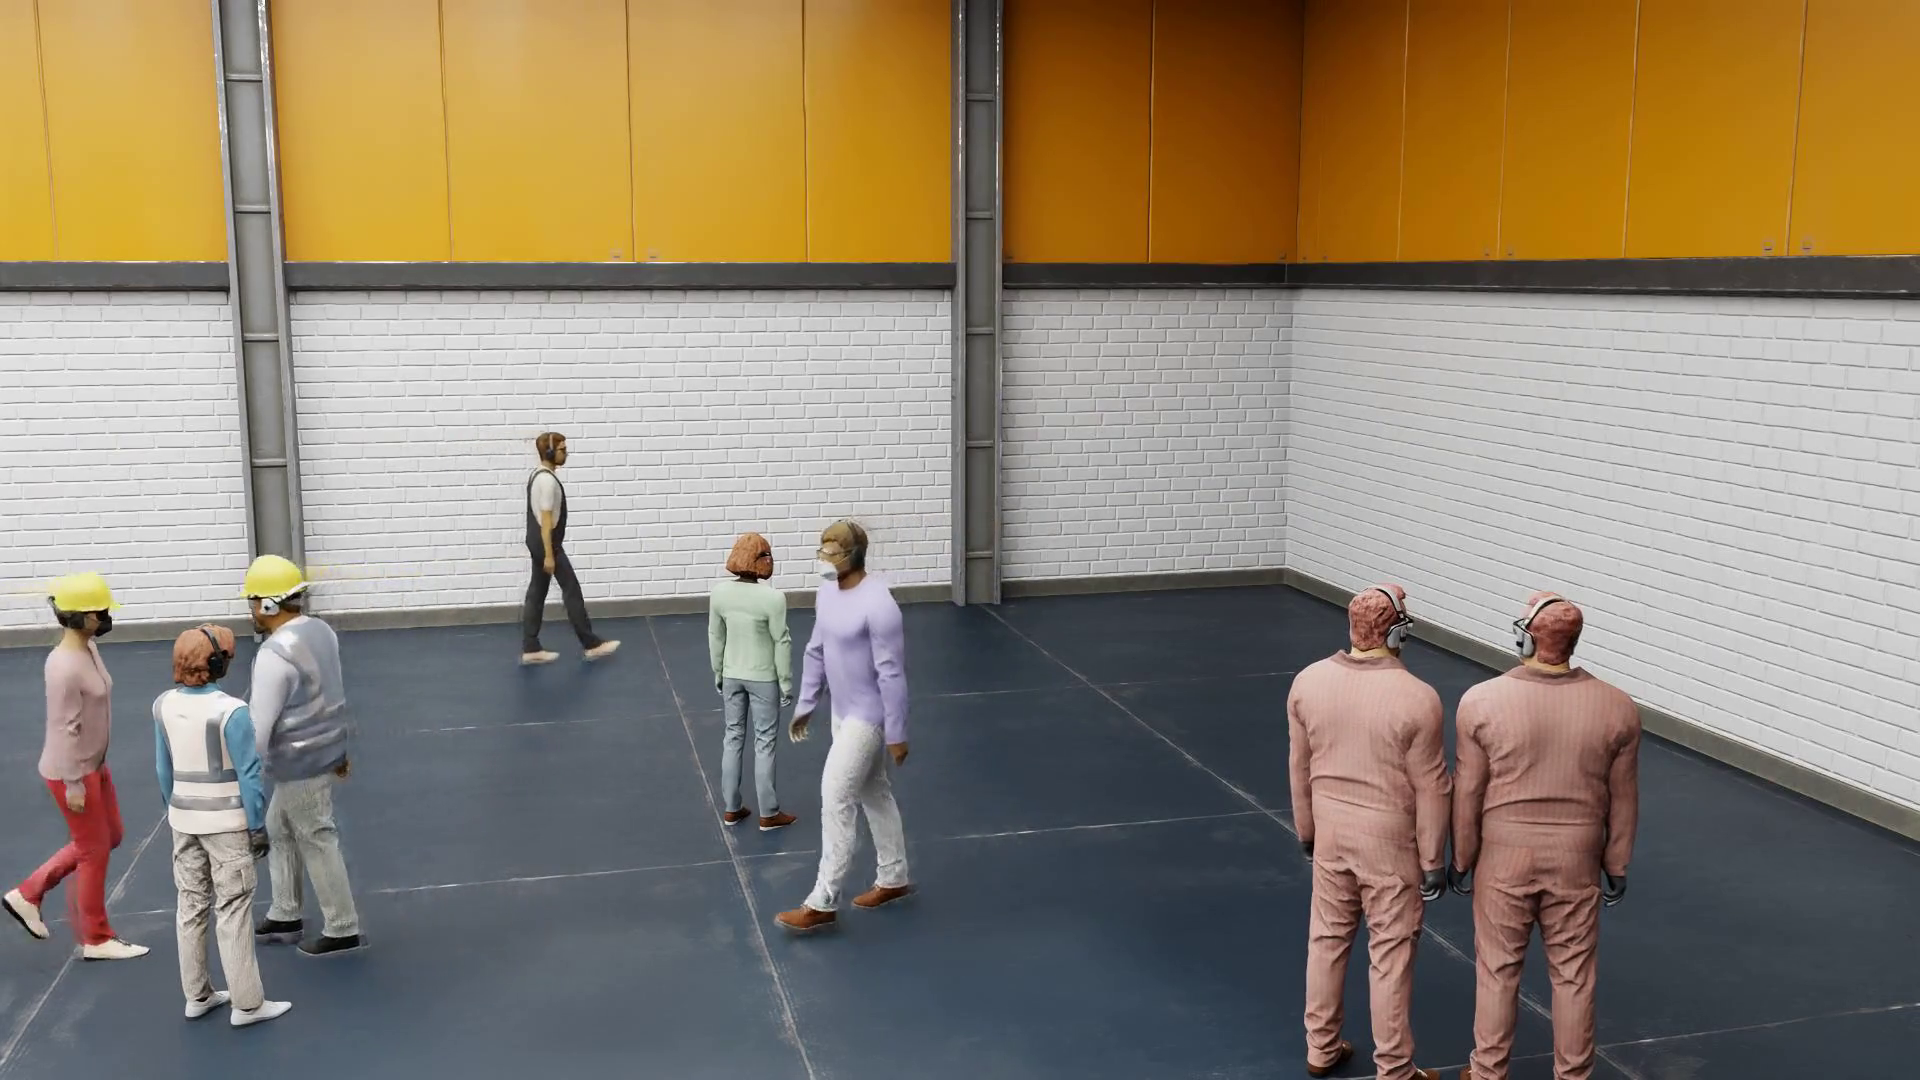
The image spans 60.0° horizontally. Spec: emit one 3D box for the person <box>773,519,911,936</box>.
[{"bbox_3d":[-0.585,0.853,7.727,0.878,1.904,0.644,-4,10,-26],"label":"person"}]

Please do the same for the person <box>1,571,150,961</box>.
[{"bbox_3d":[-3.914,1.002,7.295,0.532,1.752,0.531,-2,9,-14],"label":"person"}]

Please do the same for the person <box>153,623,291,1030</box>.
[{"bbox_3d":[-3.000,1.151,6.701,0.513,1.642,0.311,4,10,23],"label":"person"}]

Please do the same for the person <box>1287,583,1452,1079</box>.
[{"bbox_3d":[1.529,1.104,6.162,0.406,1.911,0.639,-9,13,-44],"label":"person"}]

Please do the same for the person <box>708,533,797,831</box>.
[{"bbox_3d":[-1.135,0.770,9.101,0.509,1.632,0.268,5,10,27],"label":"person"}]

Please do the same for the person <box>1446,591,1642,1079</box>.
[{"bbox_3d":[2.082,1.129,5.996,0.651,1.912,0.410,1,9,7],"label":"person"}]

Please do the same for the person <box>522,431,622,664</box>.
[{"bbox_3d":[-3.052,0.062,12.946,0.852,1.814,0.540,-4,10,-24],"label":"person"}]

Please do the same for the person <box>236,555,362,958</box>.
[{"bbox_3d":[-3.007,0.965,7.343,0.724,1.801,0.625,-1,9,-4],"label":"person"}]
